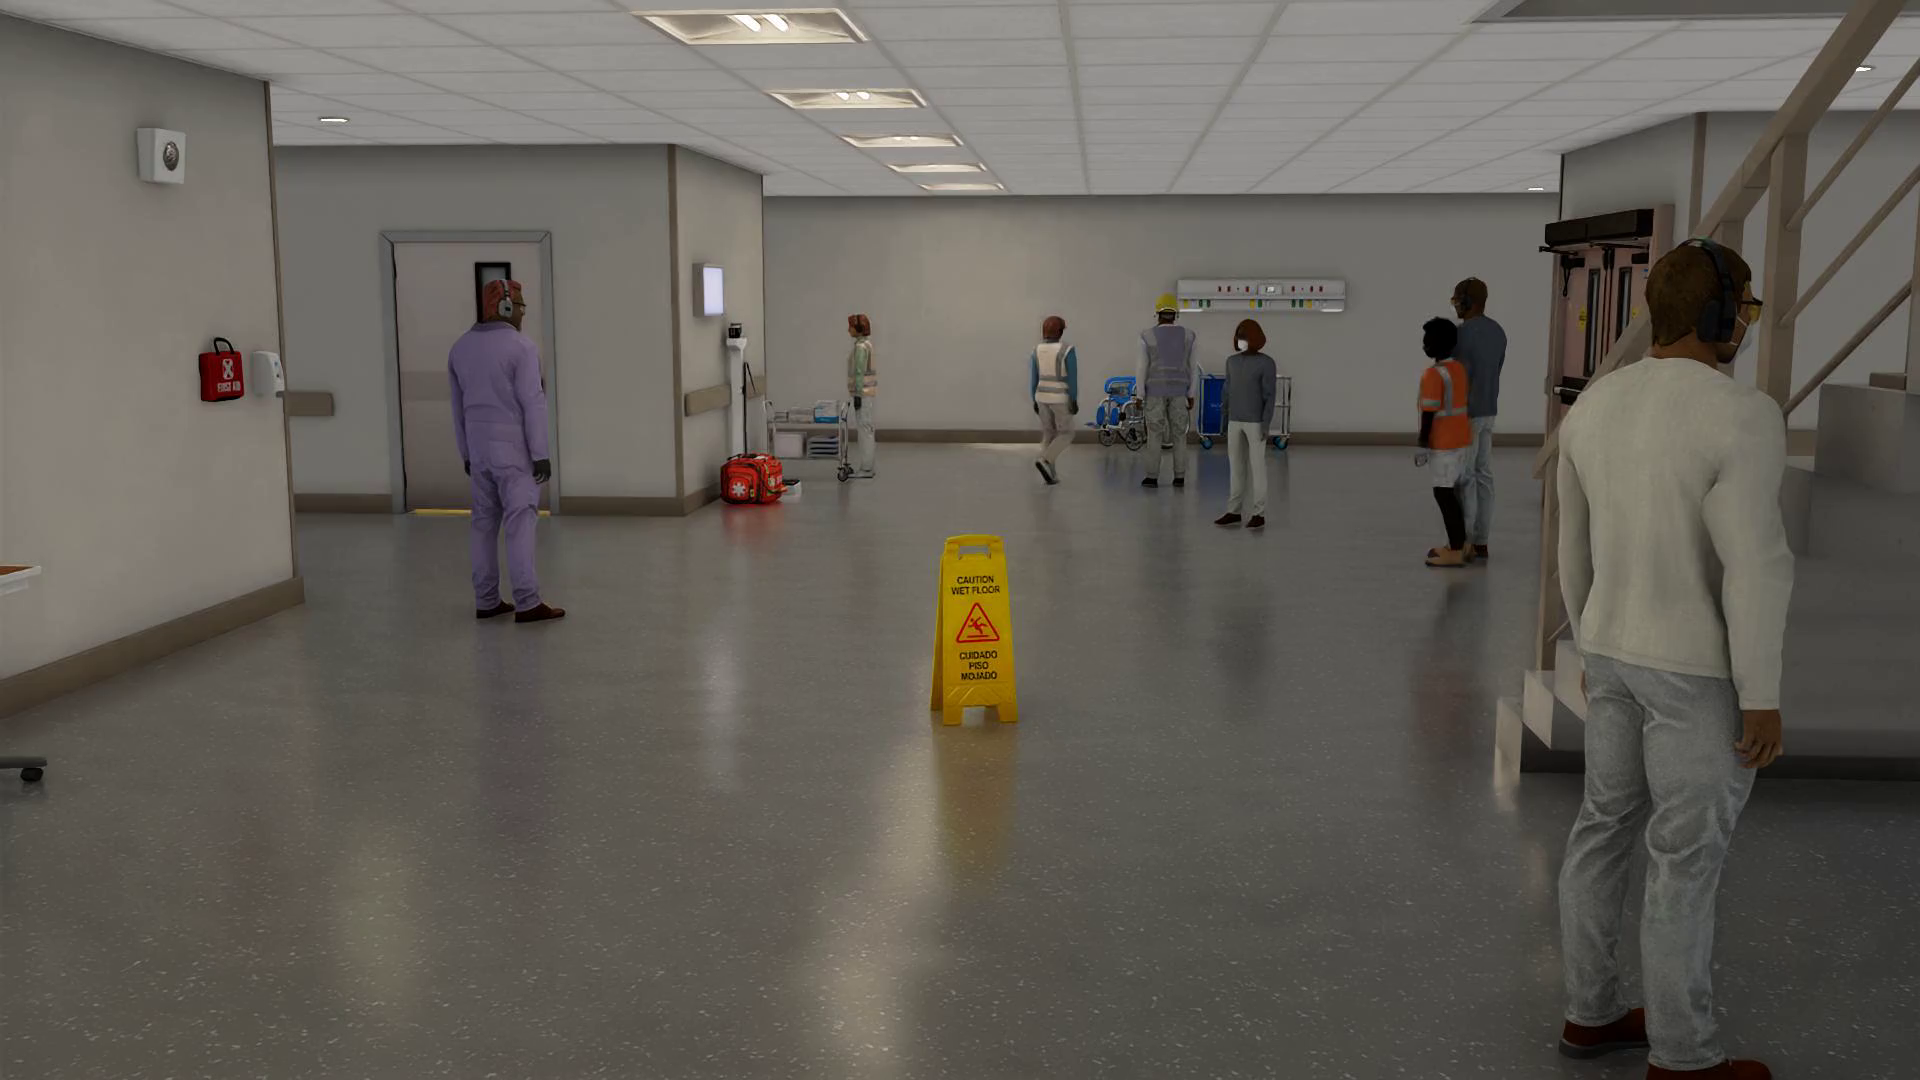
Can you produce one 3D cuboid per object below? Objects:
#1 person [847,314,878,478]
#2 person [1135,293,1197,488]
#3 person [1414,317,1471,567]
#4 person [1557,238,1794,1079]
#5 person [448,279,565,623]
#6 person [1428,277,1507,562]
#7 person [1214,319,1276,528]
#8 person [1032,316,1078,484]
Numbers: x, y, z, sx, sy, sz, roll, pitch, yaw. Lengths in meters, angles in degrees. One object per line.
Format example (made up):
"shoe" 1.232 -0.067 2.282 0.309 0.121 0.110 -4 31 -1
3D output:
"person" -0.974 -1.428 16.561 0.311 1.631 0.506 0 8 3
"person" 1.938 -1.402 15.702 0.599 1.832 0.404 -1 8 -10
"person" 3.219 -0.641 11.056 0.351 1.676 0.560 6 10 34
"person" 1.613 0.298 3.782 0.370 1.941 0.627 -3 9 -20
"person" -2.526 -0.493 9.290 0.638 1.904 0.402 5 10 31
"person" 3.466 -0.816 11.361 0.372 1.940 0.632 8 12 44
"person" 2.243 -0.909 13.025 0.289 1.633 0.499 -8 11 -42
"person" 0.866 -1.317 15.823 0.528 1.620 0.463 7 11 40
